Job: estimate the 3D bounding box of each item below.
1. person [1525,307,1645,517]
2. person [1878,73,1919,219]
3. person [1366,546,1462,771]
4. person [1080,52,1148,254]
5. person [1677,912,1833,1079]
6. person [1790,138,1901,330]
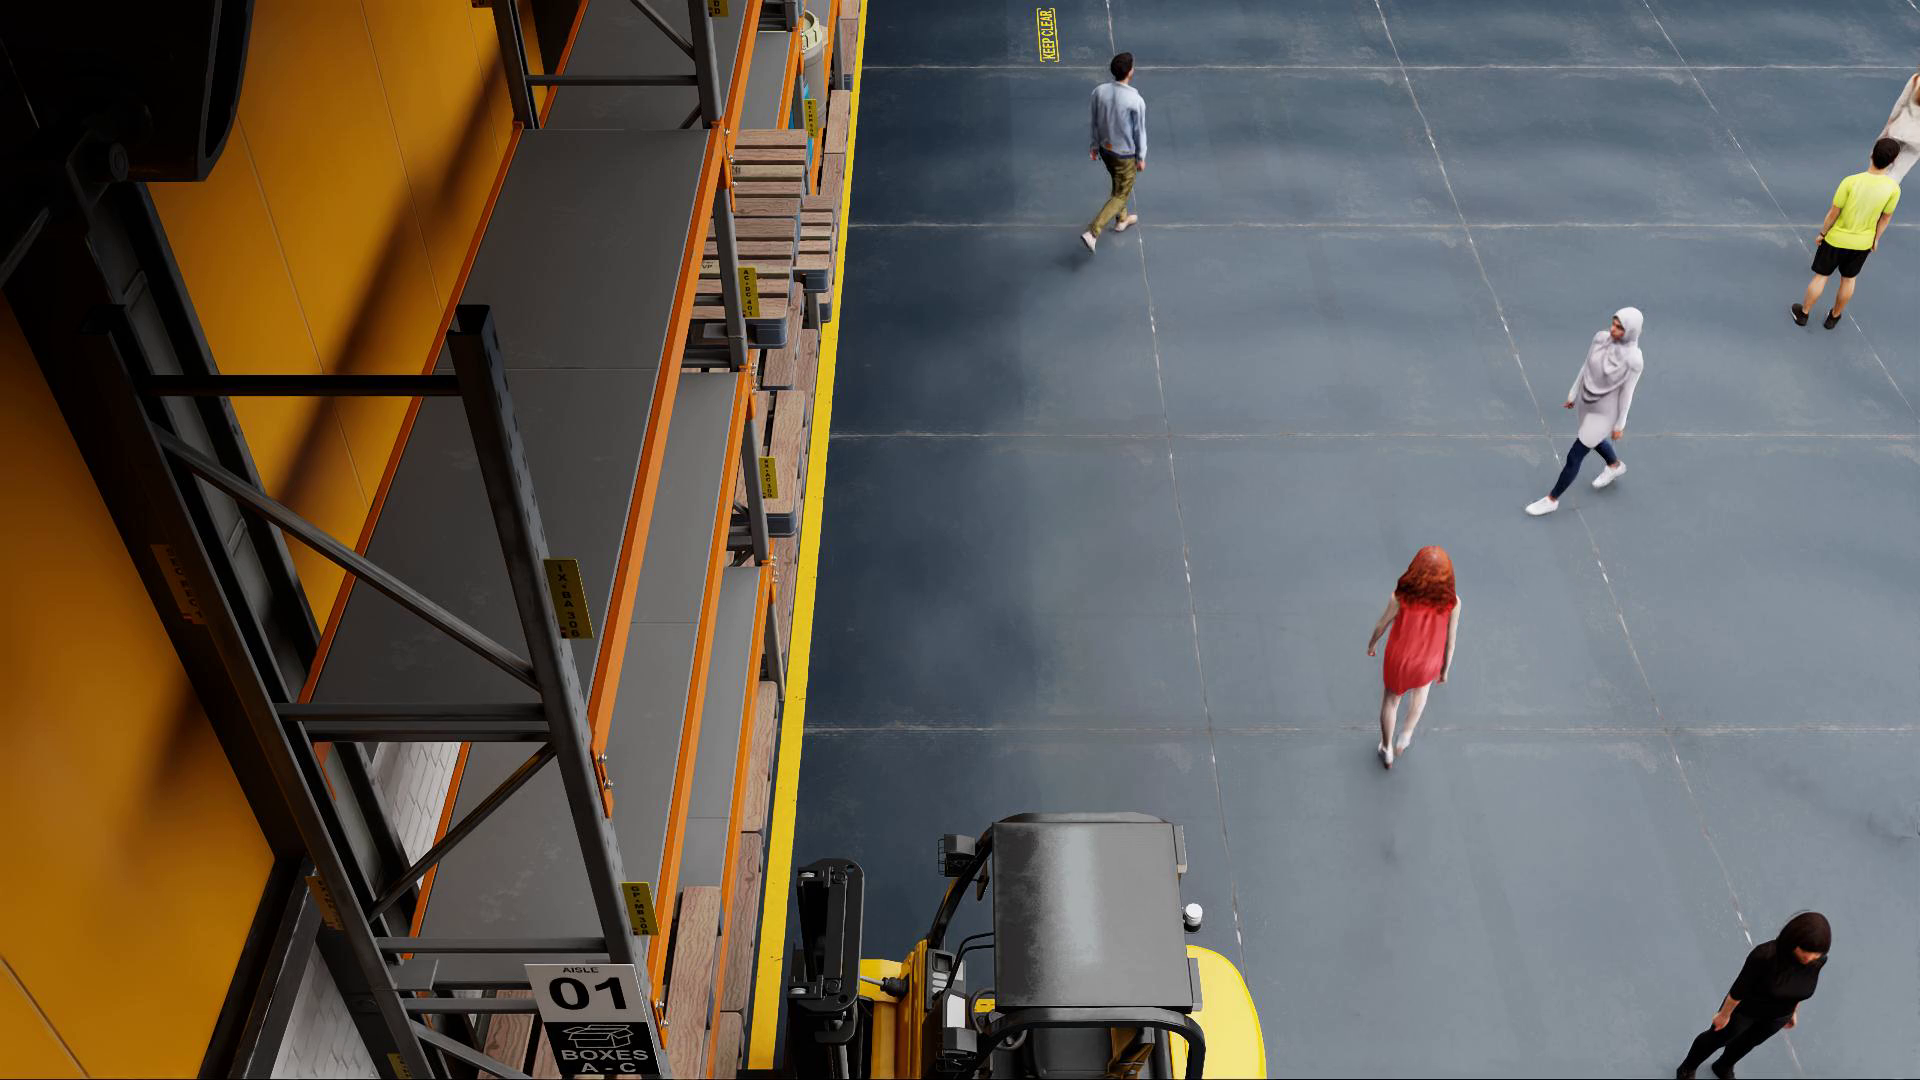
[{"bbox_3d":[4.662,-0.941,11.967,0.964,1.742,1.144,-14,45,-14],"label":"person"},{"bbox_3d":[8.373,-3.537,14.733,0.946,1.684,1.012,33,53,30],"label":"person"},{"bbox_3d":[2.740,0.794,10.091,0.679,1.817,0.627,8,44,8],"label":"person"},{"bbox_3d":[1.338,-3.328,14.439,1.136,1.788,1.204,33,53,30],"label":"person"},{"bbox_3d":[4.101,2.387,8.547,0.596,1.641,0.519,-3,44,-3],"label":"person"},{"bbox_3d":[7.299,-2.495,13.623,0.679,1.707,0.642,13,45,14],"label":"person"}]
